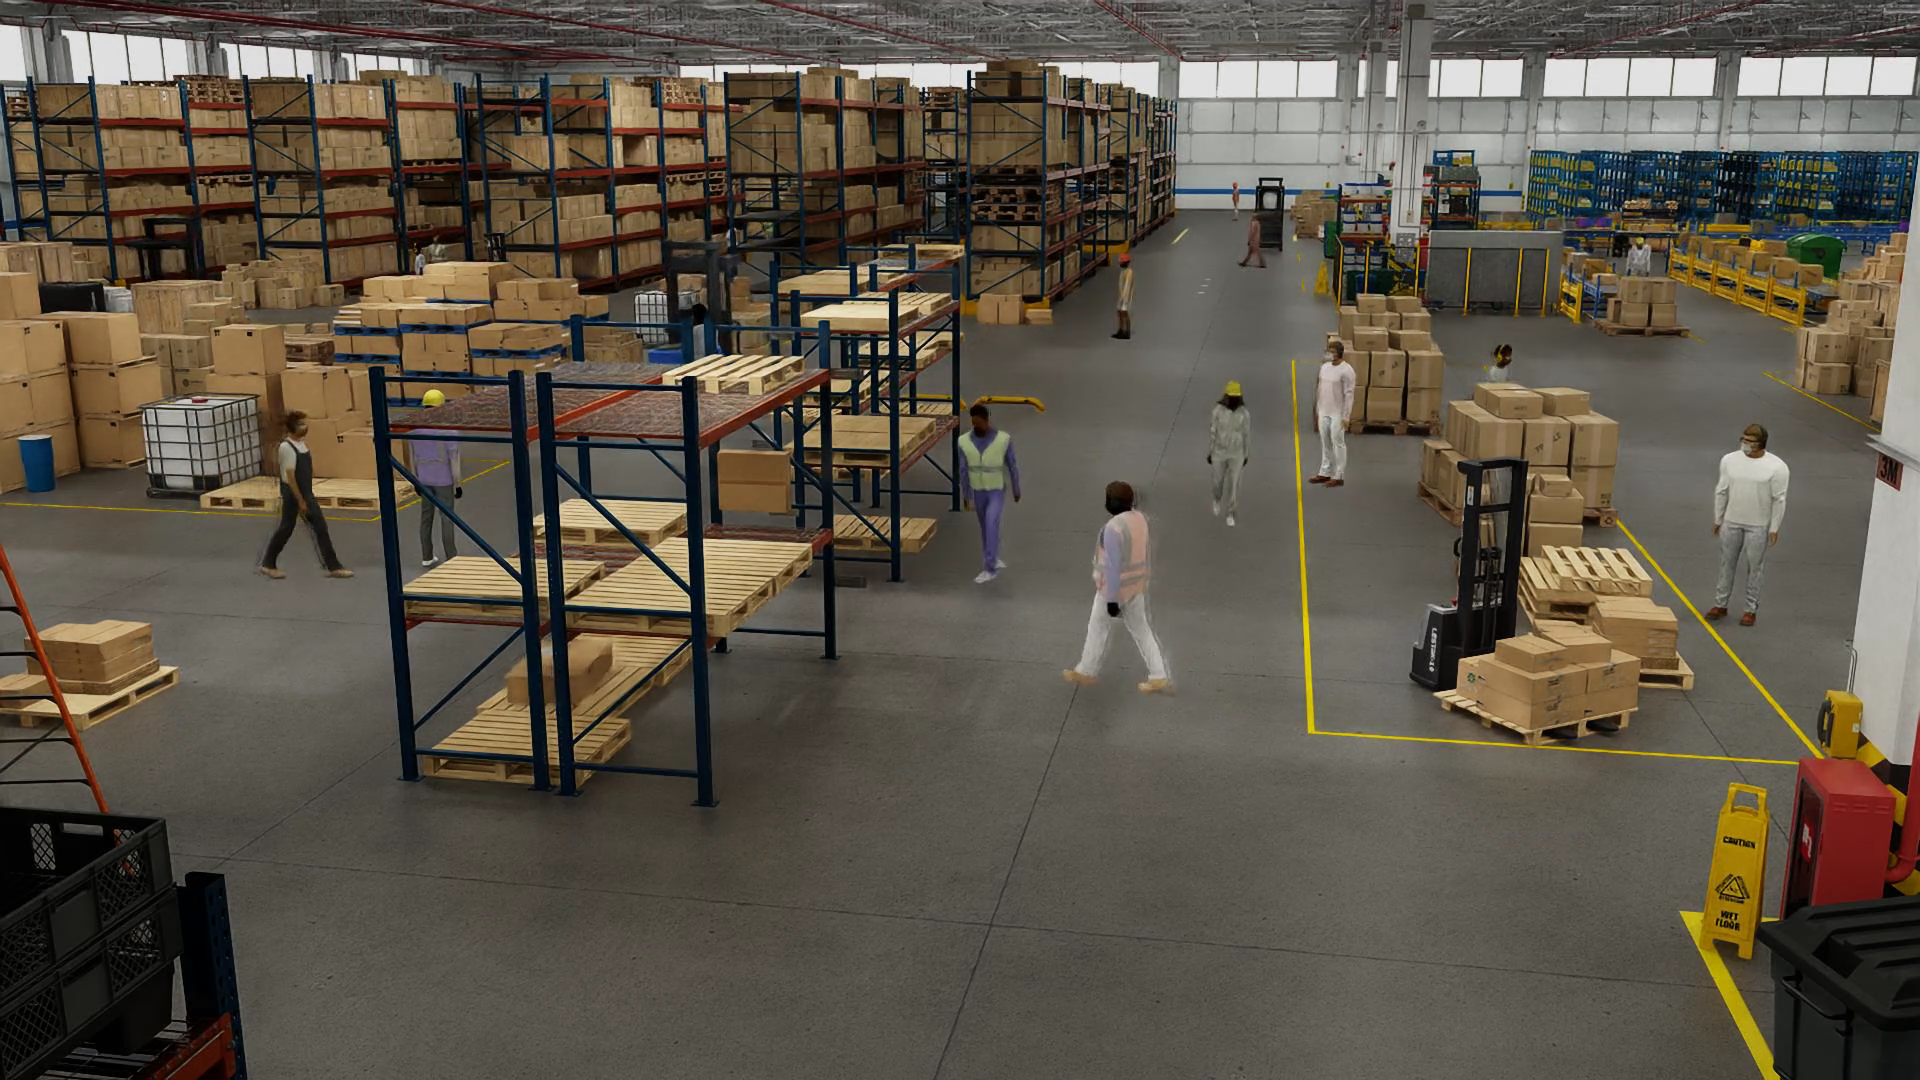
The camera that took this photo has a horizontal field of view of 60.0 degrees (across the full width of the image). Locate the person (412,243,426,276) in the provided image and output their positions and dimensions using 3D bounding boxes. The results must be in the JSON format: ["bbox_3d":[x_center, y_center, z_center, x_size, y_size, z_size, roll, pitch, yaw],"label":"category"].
[{"bbox_3d":[-13.574,-6.535,41.833,0.335,1.865,0.520,-3,14,-10],"label":"person"}]

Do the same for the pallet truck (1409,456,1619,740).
[{"bbox_3d":[4.504,0.400,13.395,0.823,1.965,1.885,-6,15,-23],"label":"pallet truck"}]

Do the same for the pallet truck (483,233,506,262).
[{"bbox_3d":[-11.832,-7.026,43.548,1.885,1.965,0.823,8,16,28],"label":"pallet truck"}]

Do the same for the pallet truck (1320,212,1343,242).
[{"bbox_3d":[15.874,-13.227,70.310,0.680,1.201,1.601,10,17,35],"label":"pallet truck"}]

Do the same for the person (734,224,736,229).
[{"bbox_3d":[-9.096,-12.262,65.011,0.531,1.904,0.620,10,17,36],"label":"person"}]

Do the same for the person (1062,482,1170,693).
[{"bbox_3d":[1.353,0.391,13.862,0.971,1.796,0.644,9,17,34],"label":"person"}]

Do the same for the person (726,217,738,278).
[{"bbox_3d":[-7.282,-9.345,53.122,0.391,1.920,0.587,-5,15,-20],"label":"person"}]

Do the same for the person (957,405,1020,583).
[{"bbox_3d":[0.307,-0.531,17.486,0.606,1.863,0.842,5,15,18],"label":"person"}]

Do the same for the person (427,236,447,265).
[{"bbox_3d":[-15.308,-8.087,48.697,0.515,1.591,0.875,2,14,8],"label":"person"}]

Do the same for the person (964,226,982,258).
[{"bbox_3d":[0.489,-11.412,61.532,0.854,1.905,0.667,11,18,38],"label":"person"}]

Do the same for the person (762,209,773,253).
[{"bbox_3d":[-7.303,-11.824,63.685,0.707,1.673,0.548,12,18,41],"label":"person"}]

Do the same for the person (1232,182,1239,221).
[{"bbox_3d":[14.296,-17.579,86.429,0.415,1.985,0.611,1,14,6],"label":"person"}]

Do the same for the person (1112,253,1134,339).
[{"bbox_3d":[3.699,-5.495,37.459,0.361,1.935,0.552,-5,15,-18],"label":"person"}]

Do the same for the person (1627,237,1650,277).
[{"bbox_3d":[18.446,-7.356,45.279,0.584,1.811,0.801,2,14,10],"label":"person"}]

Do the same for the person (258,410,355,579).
[{"bbox_3d":[-6.910,-0.454,17.301,0.978,1.806,0.517,2,14,8],"label":"person"}]

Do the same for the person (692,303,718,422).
[{"bbox_3d":[-4.078,-2.747,26.239,0.367,1.966,0.607,13,19,41],"label":"person"}]

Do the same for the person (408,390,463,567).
[{"bbox_3d":[-5.610,-0.656,17.858,0.585,1.918,0.410,3,14,14],"label":"person"}]

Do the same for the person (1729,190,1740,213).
[{"bbox_3d":[38.527,-16.644,82.946,0.569,1.822,0.646,2,14,7],"label":"person"}]

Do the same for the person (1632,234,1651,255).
[{"bbox_3d":[19.816,-8.074,48.470,0.537,1.679,0.705,4,14,15],"label":"person"}]

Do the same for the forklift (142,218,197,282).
[{"bbox_3d":[-16.463,-5.338,34.877,1.129,2.768,1.873,-1,14,-6],"label":"forklift"}]

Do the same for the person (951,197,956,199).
[{"bbox_3d":[-0.198,-18.806,91.579,0.638,1.892,0.981,-5,15,-20],"label":"person"}]

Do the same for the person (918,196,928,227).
[{"bbox_3d":[-1.812,-16.054,80.546,0.596,1.828,0.403,5,15,19],"label":"person"}]

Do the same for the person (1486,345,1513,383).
[{"bbox_3d":[7.284,-1.695,22.255,0.988,1.822,0.519,12,18,40],"label":"person"}]

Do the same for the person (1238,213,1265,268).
[{"bbox_3d":[10.062,-10.261,56.995,1.019,1.852,0.663,6,15,22],"label":"person"}]

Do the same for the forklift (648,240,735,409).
[{"bbox_3d":[-4.469,-3.624,27.917,1.129,2.768,1.873,3,14,10],"label":"forklift"}]

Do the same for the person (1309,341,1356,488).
[{"bbox_3d":[4.906,-1.656,21.879,0.367,1.934,0.666,-7,16,-28],"label":"person"}]

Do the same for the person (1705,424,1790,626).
[{"bbox_3d":[7.460,-0.150,15.759,0.629,1.937,0.376,13,19,43],"label":"person"}]

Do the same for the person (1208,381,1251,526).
[{"bbox_3d":[3.202,-1.044,19.792,0.508,1.728,0.434,1,14,5],"label":"person"}]

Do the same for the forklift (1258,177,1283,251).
[{"bbox_3d":[12.083,-12.747,64.956,1.129,2.768,1.873,3,14,10],"label":"forklift"}]
